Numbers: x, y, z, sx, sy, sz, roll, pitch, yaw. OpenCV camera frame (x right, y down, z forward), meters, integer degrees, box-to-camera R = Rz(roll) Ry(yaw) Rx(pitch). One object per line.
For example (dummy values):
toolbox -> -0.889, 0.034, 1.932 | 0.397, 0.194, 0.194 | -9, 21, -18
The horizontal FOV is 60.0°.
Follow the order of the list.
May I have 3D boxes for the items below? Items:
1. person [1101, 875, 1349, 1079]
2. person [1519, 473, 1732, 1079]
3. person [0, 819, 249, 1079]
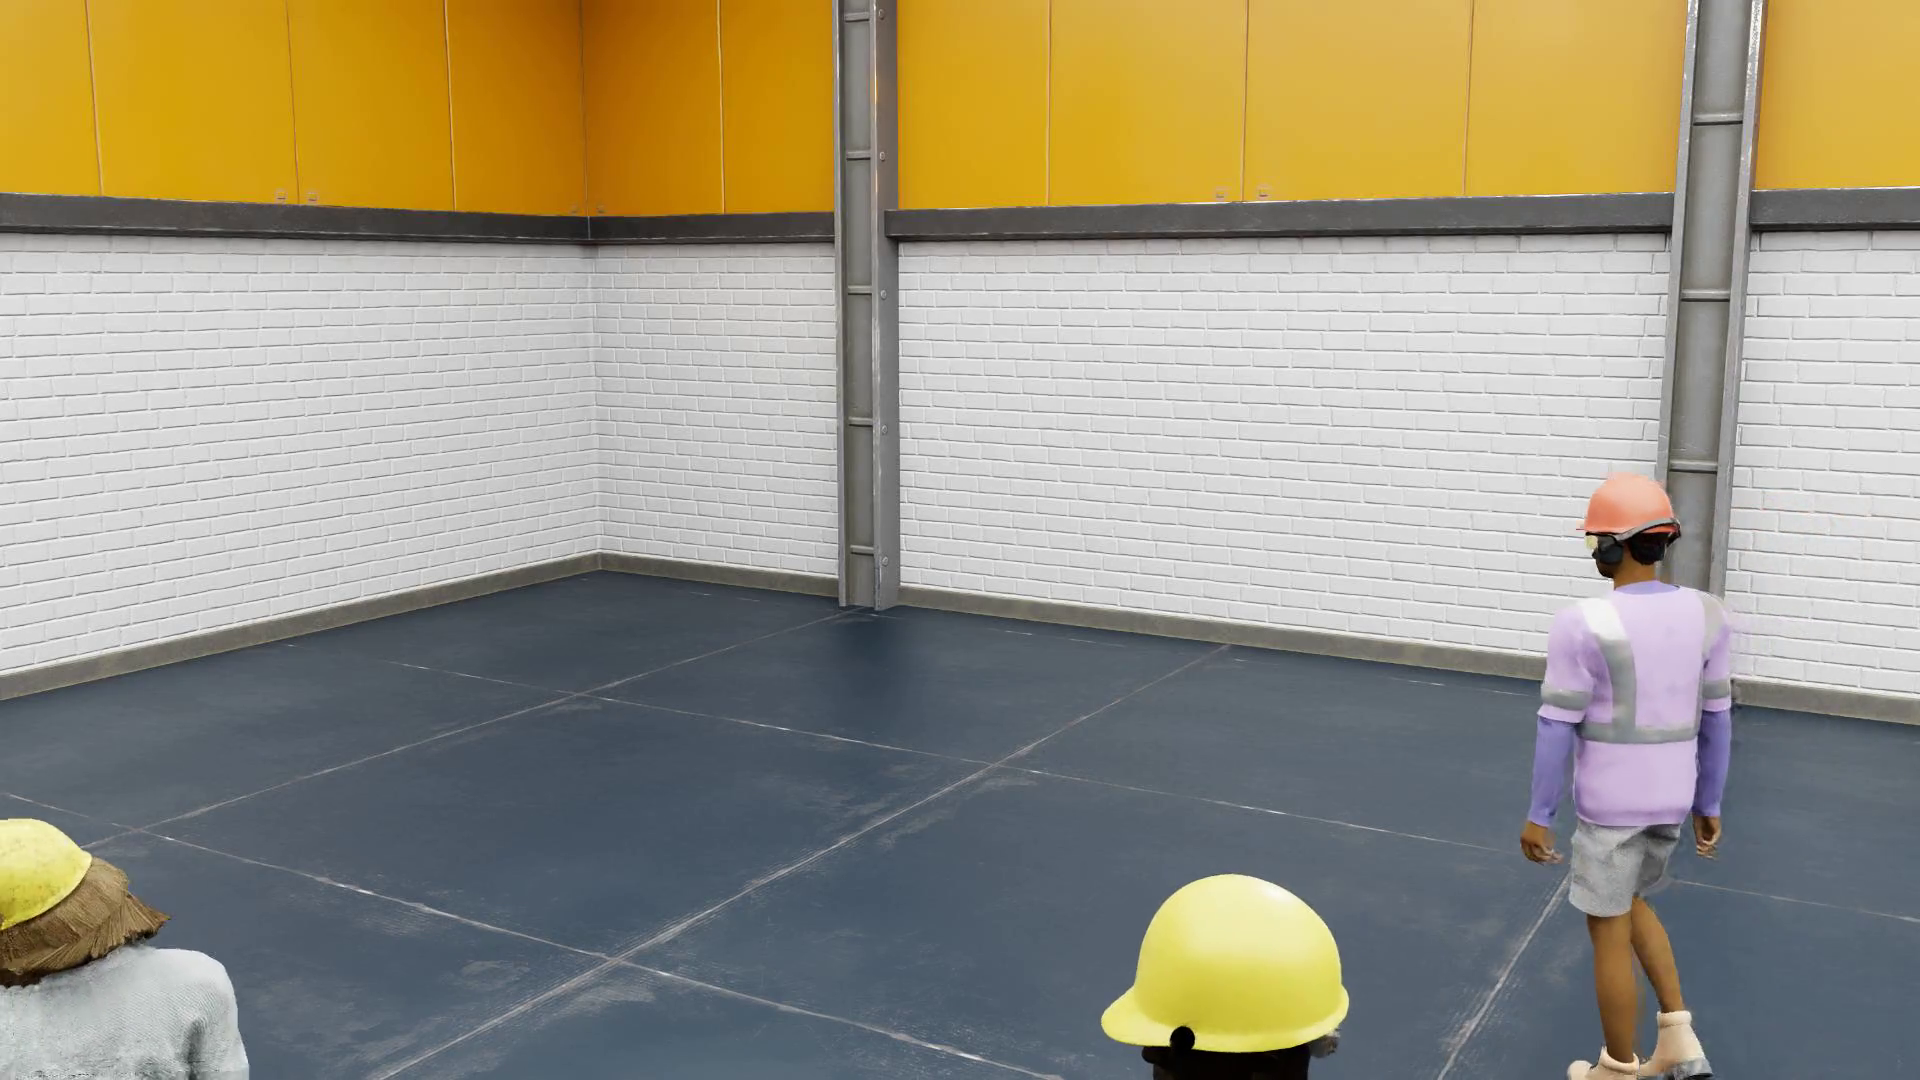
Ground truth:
person -> 0.363, 1.355, 2.128 | 0.387, 1.922, 0.594 | 1, 9, 5
person -> 2.082, 0.806, 5.239 | 0.623, 2.027, 0.465 | -4, 10, -21
person -> -1.533, 1.313, 3.106 | 0.579, 1.698, 0.376 | -4, 10, -25
